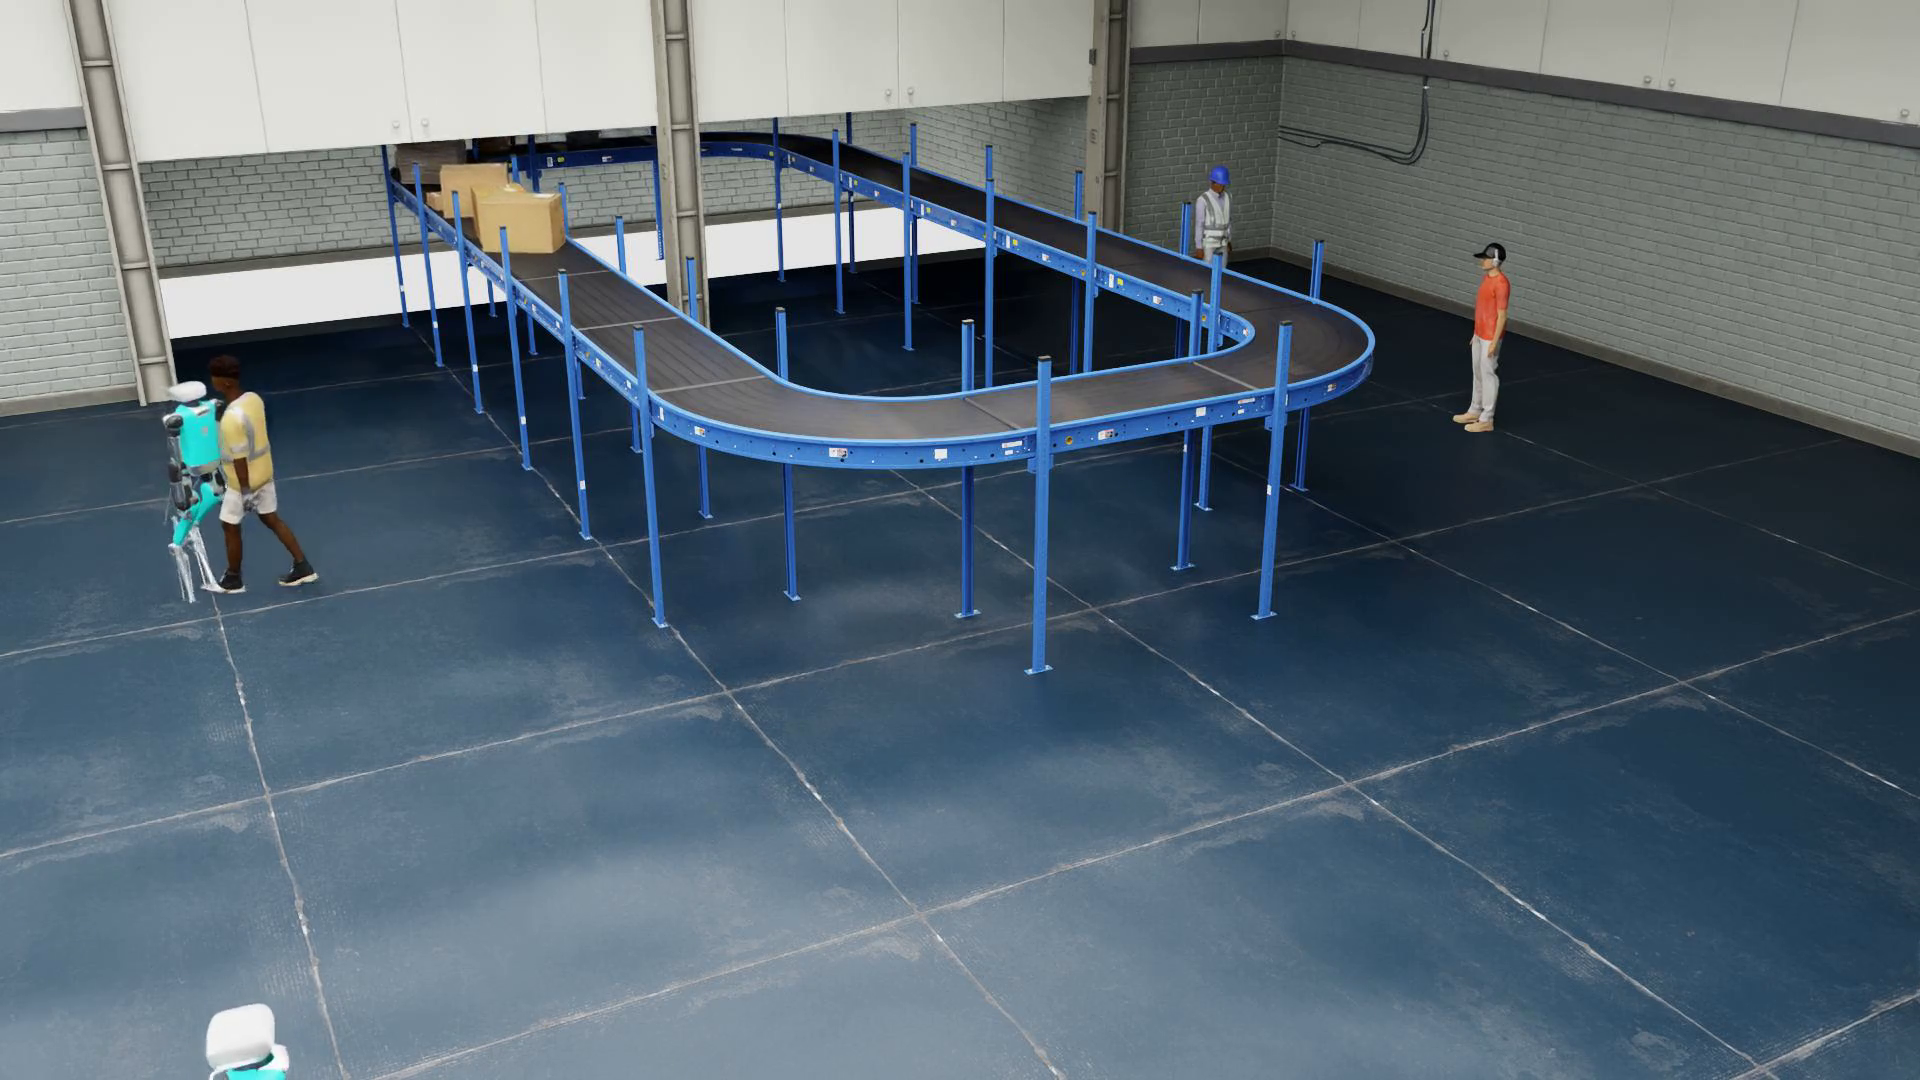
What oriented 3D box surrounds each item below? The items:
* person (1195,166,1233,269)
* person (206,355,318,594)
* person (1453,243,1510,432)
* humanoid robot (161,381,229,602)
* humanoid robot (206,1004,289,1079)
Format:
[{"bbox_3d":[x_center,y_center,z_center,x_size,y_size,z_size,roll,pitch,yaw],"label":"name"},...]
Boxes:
[{"bbox_3d":[3.189,-3.727,20.877,0.620,1.932,0.415,-17,28,-36],"label":"person"},{"bbox_3d":[-5.541,-0.511,12.922,0.837,1.933,0.625,0,22,1],"label":"person"},{"bbox_3d":[5.261,-2.037,16.724,0.405,1.910,0.481,-2,22,-5],"label":"person"},{"bbox_3d":[-5.964,-0.345,12.862,0.693,1.856,0.533,10,24,23],"label":"humanoid robot"},{"bbox_3d":[-2.667,2.495,5.808,0.802,1.800,0.530,-11,24,-25],"label":"humanoid robot"}]
